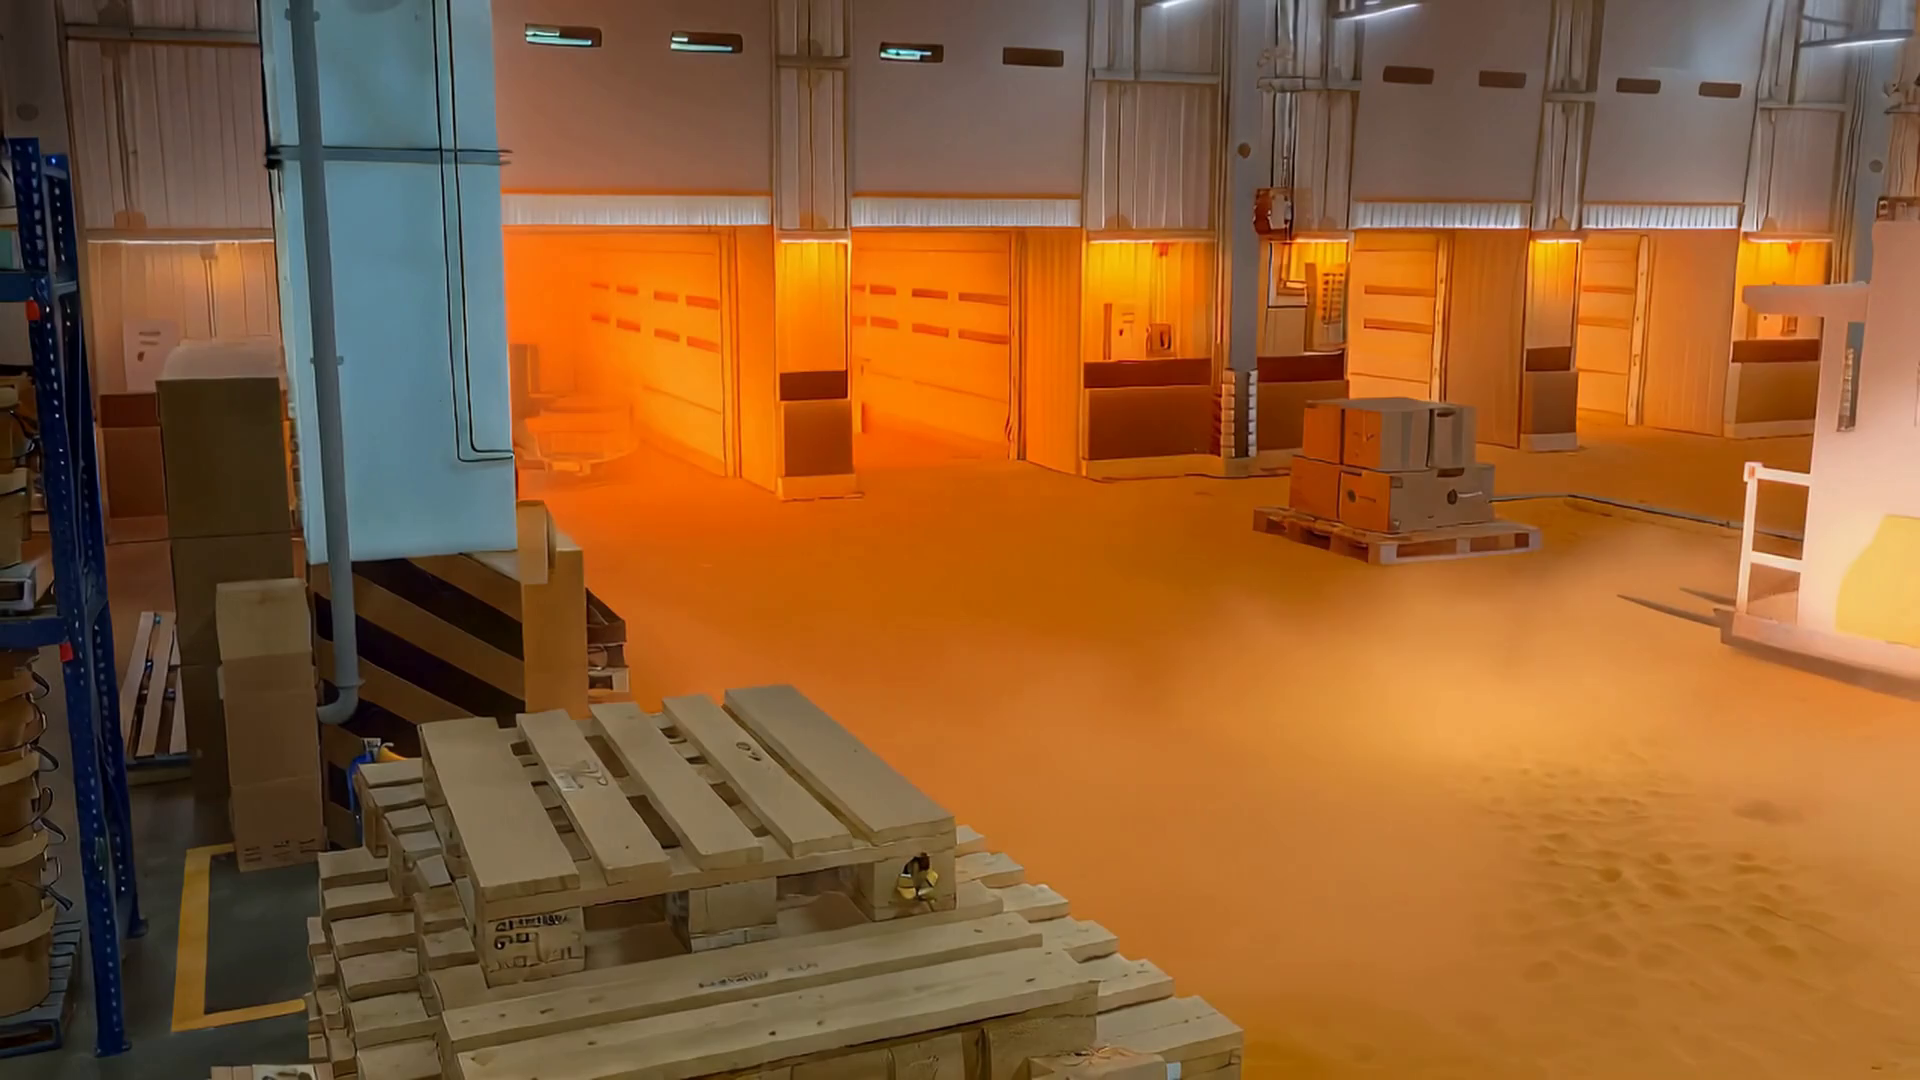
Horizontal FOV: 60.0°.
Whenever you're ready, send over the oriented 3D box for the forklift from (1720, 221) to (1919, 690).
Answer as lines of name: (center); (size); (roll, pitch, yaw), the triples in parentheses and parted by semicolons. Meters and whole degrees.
forklift: (5.949, -0.550, 10.218); (1.129, 2.768, 1.873); (-4, 11, -23)
